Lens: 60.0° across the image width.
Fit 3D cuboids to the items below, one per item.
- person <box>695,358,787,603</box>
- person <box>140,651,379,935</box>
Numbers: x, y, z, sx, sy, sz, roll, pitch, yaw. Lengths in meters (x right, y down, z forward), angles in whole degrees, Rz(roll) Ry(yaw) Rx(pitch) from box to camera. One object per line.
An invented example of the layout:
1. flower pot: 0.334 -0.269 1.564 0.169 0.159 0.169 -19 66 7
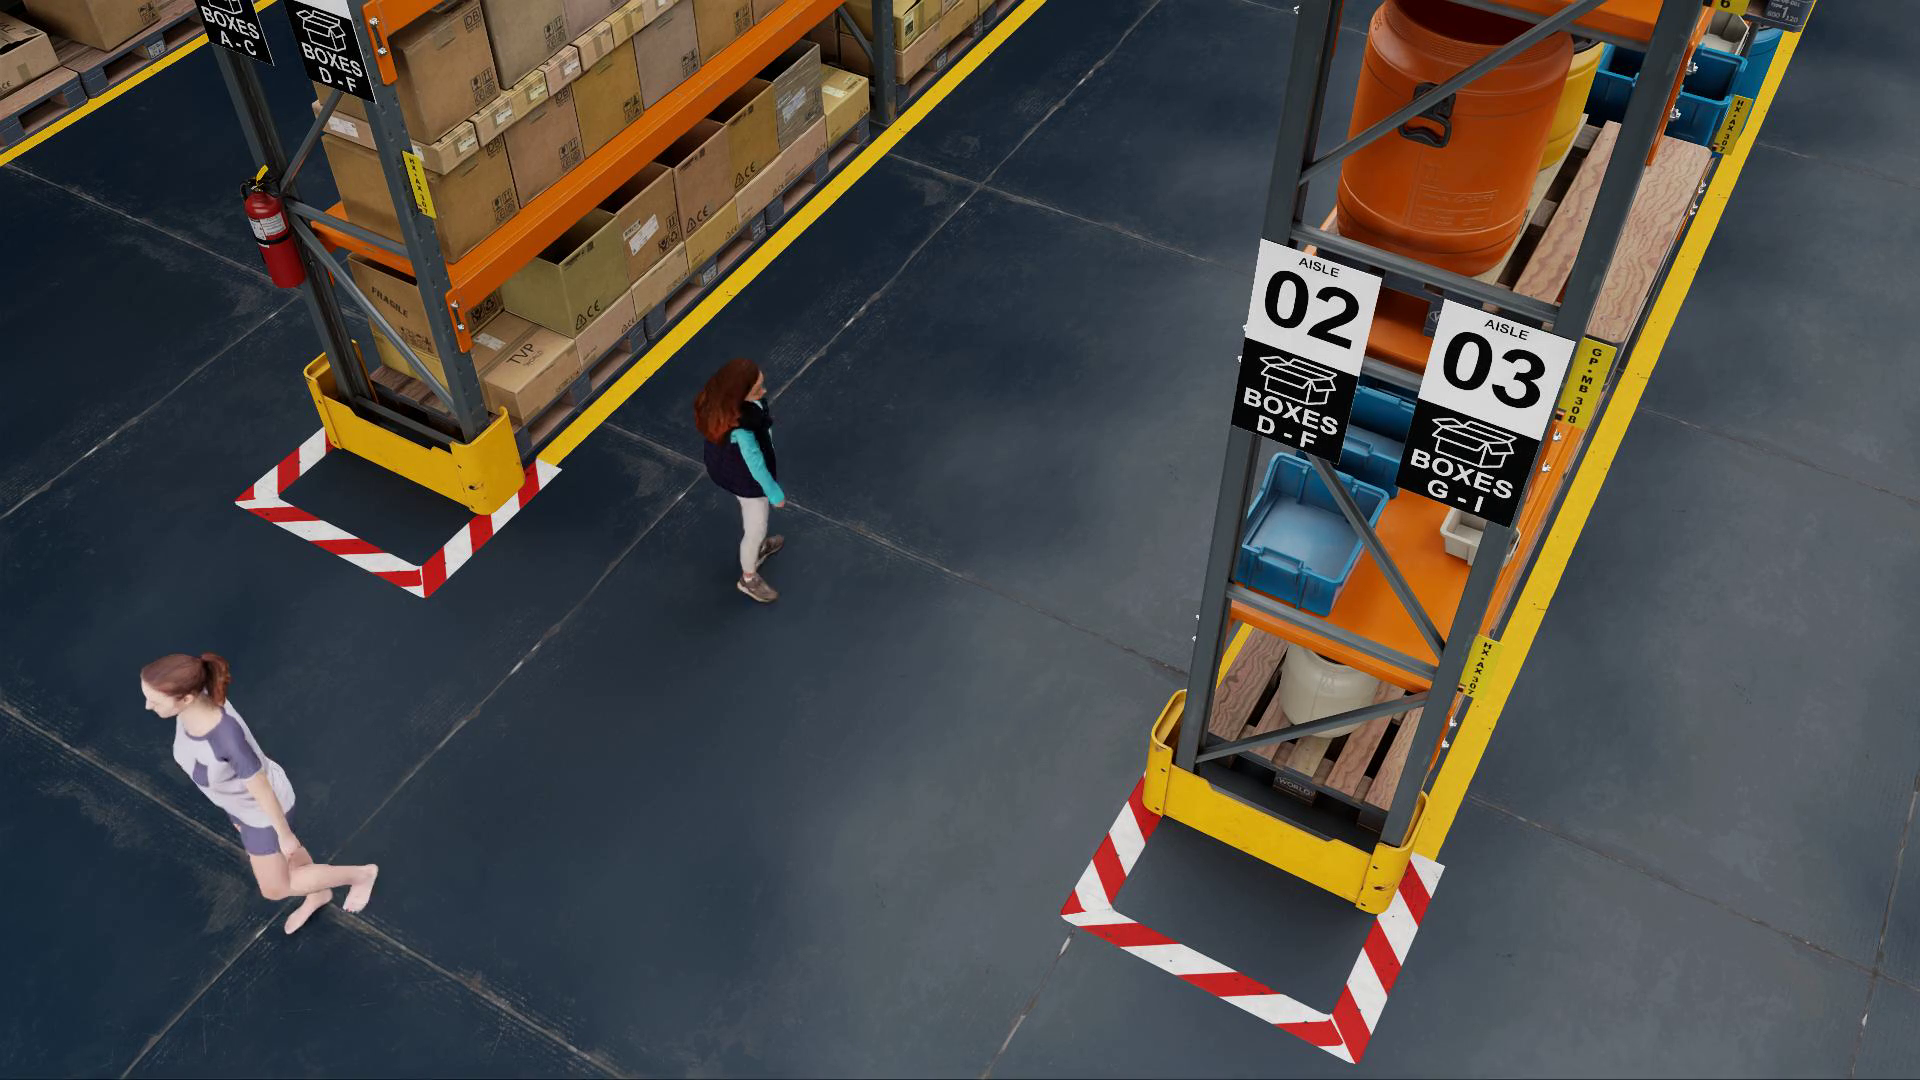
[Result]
1. person: -1.025 -0.359 7.953 0.773 1.488 0.710 -21 51 -18
2. person: -2.680 0.987 6.525 0.747 1.757 0.689 -33 56 -27
